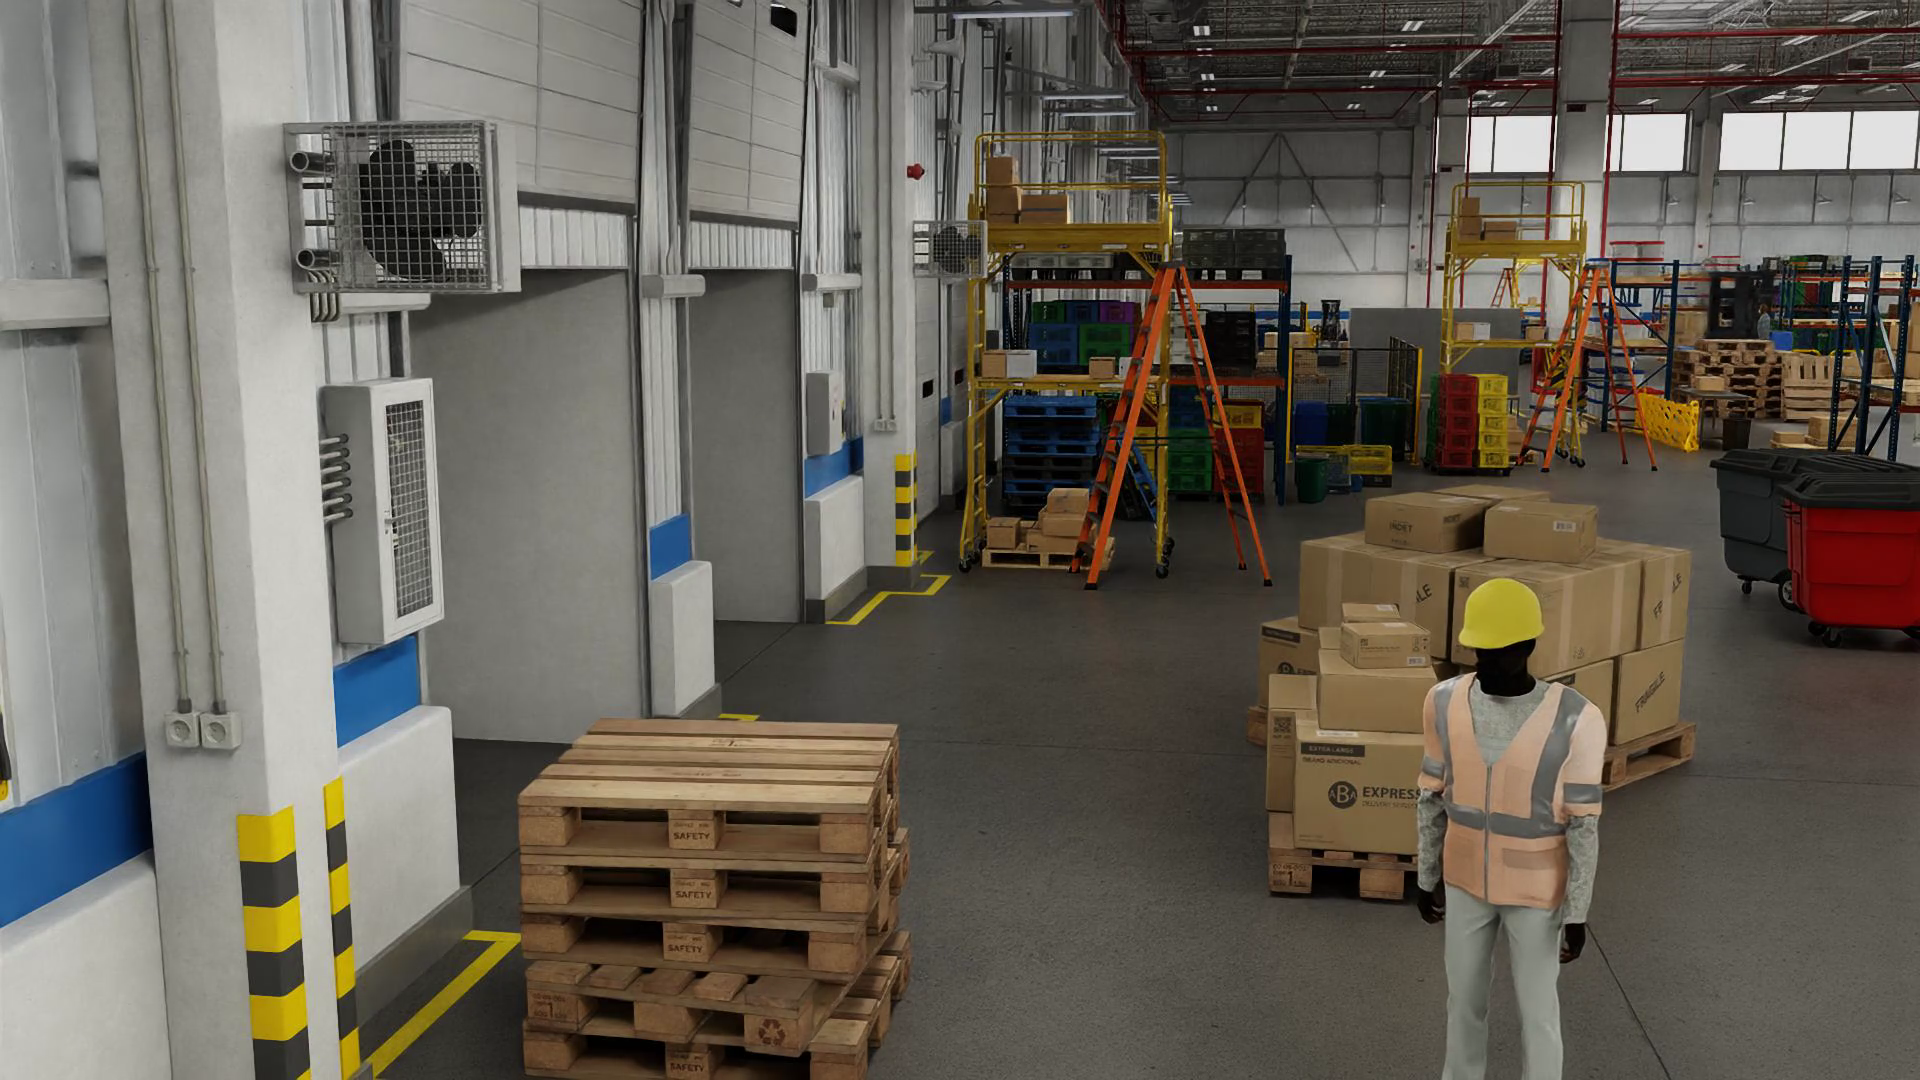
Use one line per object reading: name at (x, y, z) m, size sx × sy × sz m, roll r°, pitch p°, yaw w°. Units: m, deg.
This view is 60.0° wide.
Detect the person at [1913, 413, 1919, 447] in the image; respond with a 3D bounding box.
person at (15.678, -2.369, 26.891) m, size 0.319 × 1.739 × 0.484 m, roll 9°, pitch 13°, yaw 43°

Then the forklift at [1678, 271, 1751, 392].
forklift at (17.710, -4.819, 38.485) m, size 1.873 × 2.768 × 1.129 m, roll -4°, pitch 10°, yaw -21°

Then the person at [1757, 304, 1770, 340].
person at (22.232, -5.576, 46.076) m, size 0.358 × 1.931 × 0.628 m, roll 4°, pitch 10°, yaw 22°

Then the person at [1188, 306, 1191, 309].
person at (6.201, -5.354, 44.721) m, size 0.543 × 1.930 × 0.389 m, roll -5°, pitch 11°, yaw -30°

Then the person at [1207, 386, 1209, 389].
person at (5.173, -3.651, 35.135) m, size 0.313 × 1.634 × 0.514 m, roll -5°, pitch 11°, yaw -29°

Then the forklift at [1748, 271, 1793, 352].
forklift at (22.978, -6.355, 47.962) m, size 1.873 × 2.768 × 1.129 m, roll -3°, pitch 10°, yaw -17°

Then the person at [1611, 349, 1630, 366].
person at (14.993, -4.220, 37.865) m, size 0.558 × 1.890 × 0.977 m, roll 7°, pitch 12°, yaw 38°

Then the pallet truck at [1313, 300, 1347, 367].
pallet truck at (11.159, -6.200, 49.718) m, size 0.823 × 1.965 × 1.885 m, roll 4°, pitch 10°, yaw 26°

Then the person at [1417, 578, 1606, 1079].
person at (1.679, 1.061, 5.188) m, size 0.587 × 1.918 × 0.398 m, roll 8°, pitch 12°, yaw 40°
